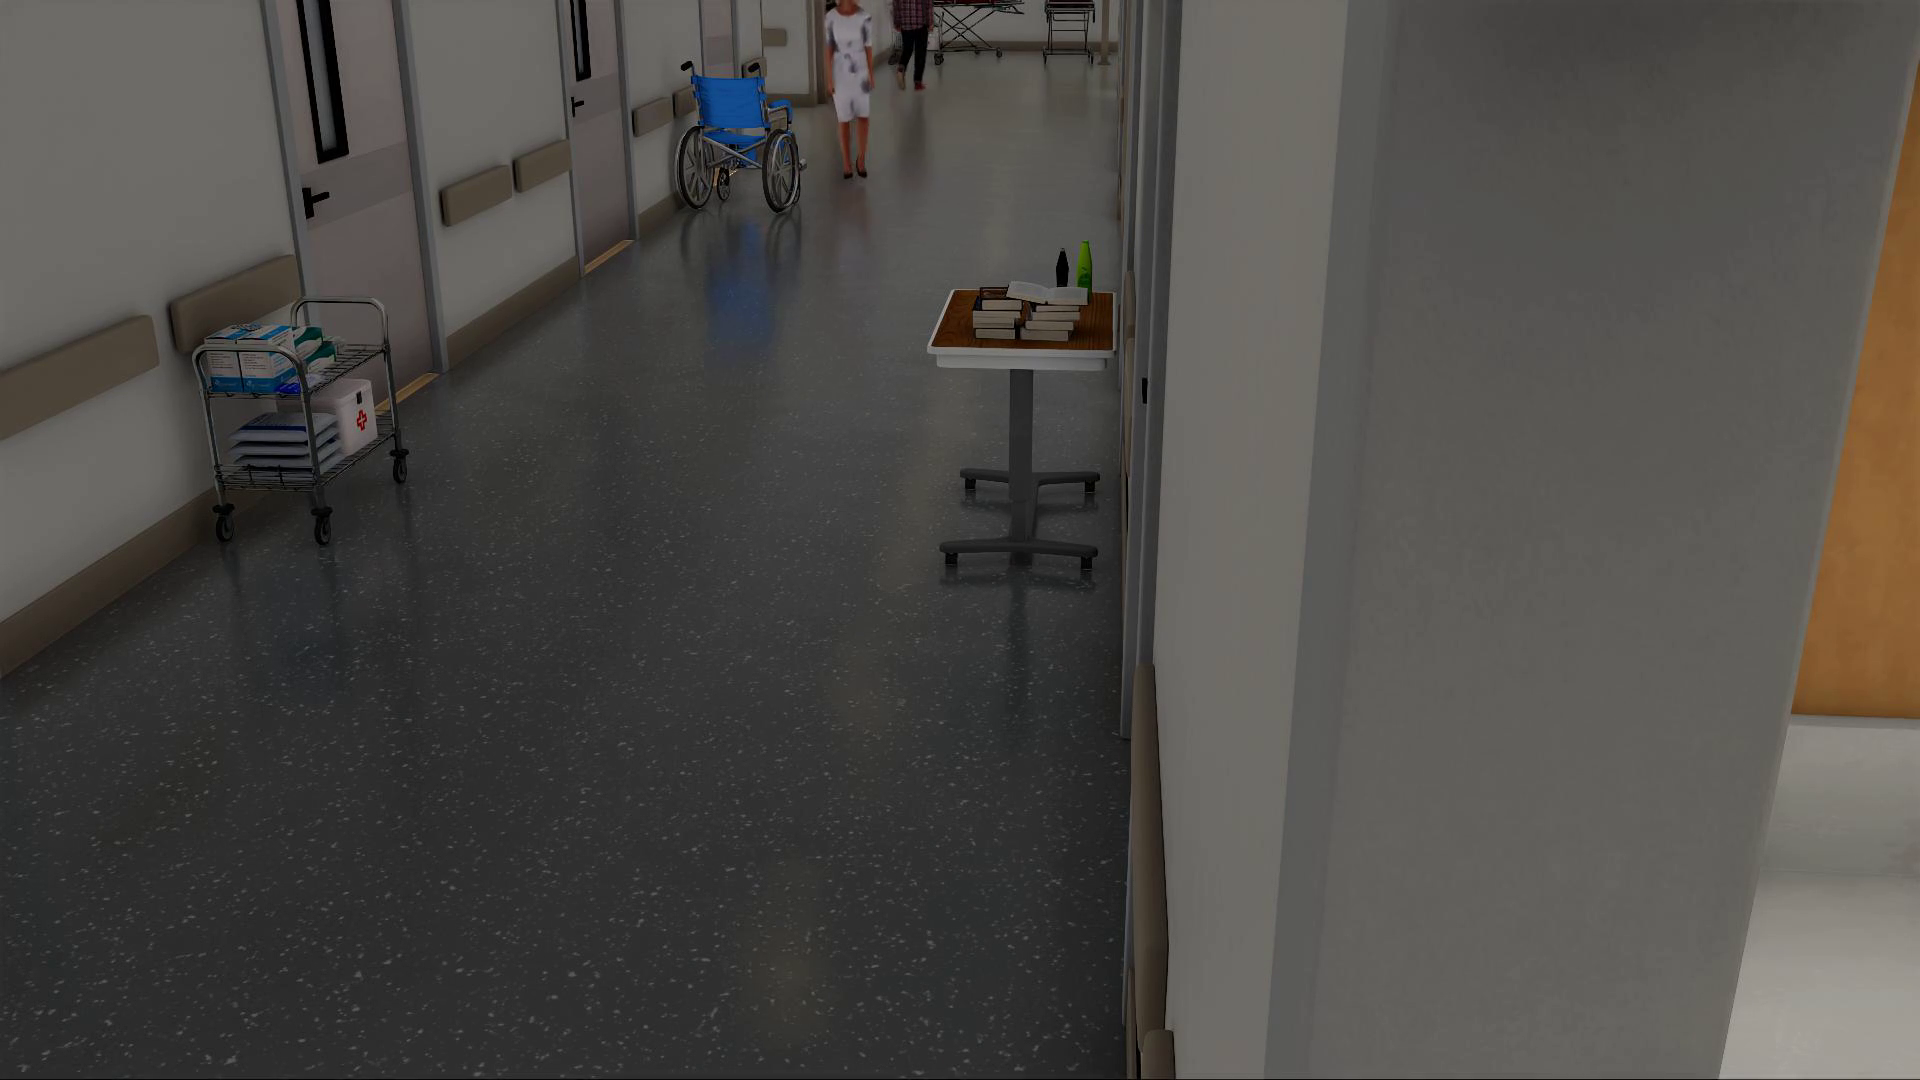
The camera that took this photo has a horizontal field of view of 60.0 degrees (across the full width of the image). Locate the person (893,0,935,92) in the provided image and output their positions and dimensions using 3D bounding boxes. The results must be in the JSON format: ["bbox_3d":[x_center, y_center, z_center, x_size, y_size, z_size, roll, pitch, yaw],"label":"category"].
[{"bbox_3d":[-0.618,-6.675,21.441,0.803,1.747,0.896,7,22,19],"label":"person"}]

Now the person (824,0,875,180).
[{"bbox_3d":[-0.971,-4.023,14.460,0.635,1.733,0.669,-2,21,-6],"label":"person"}]
